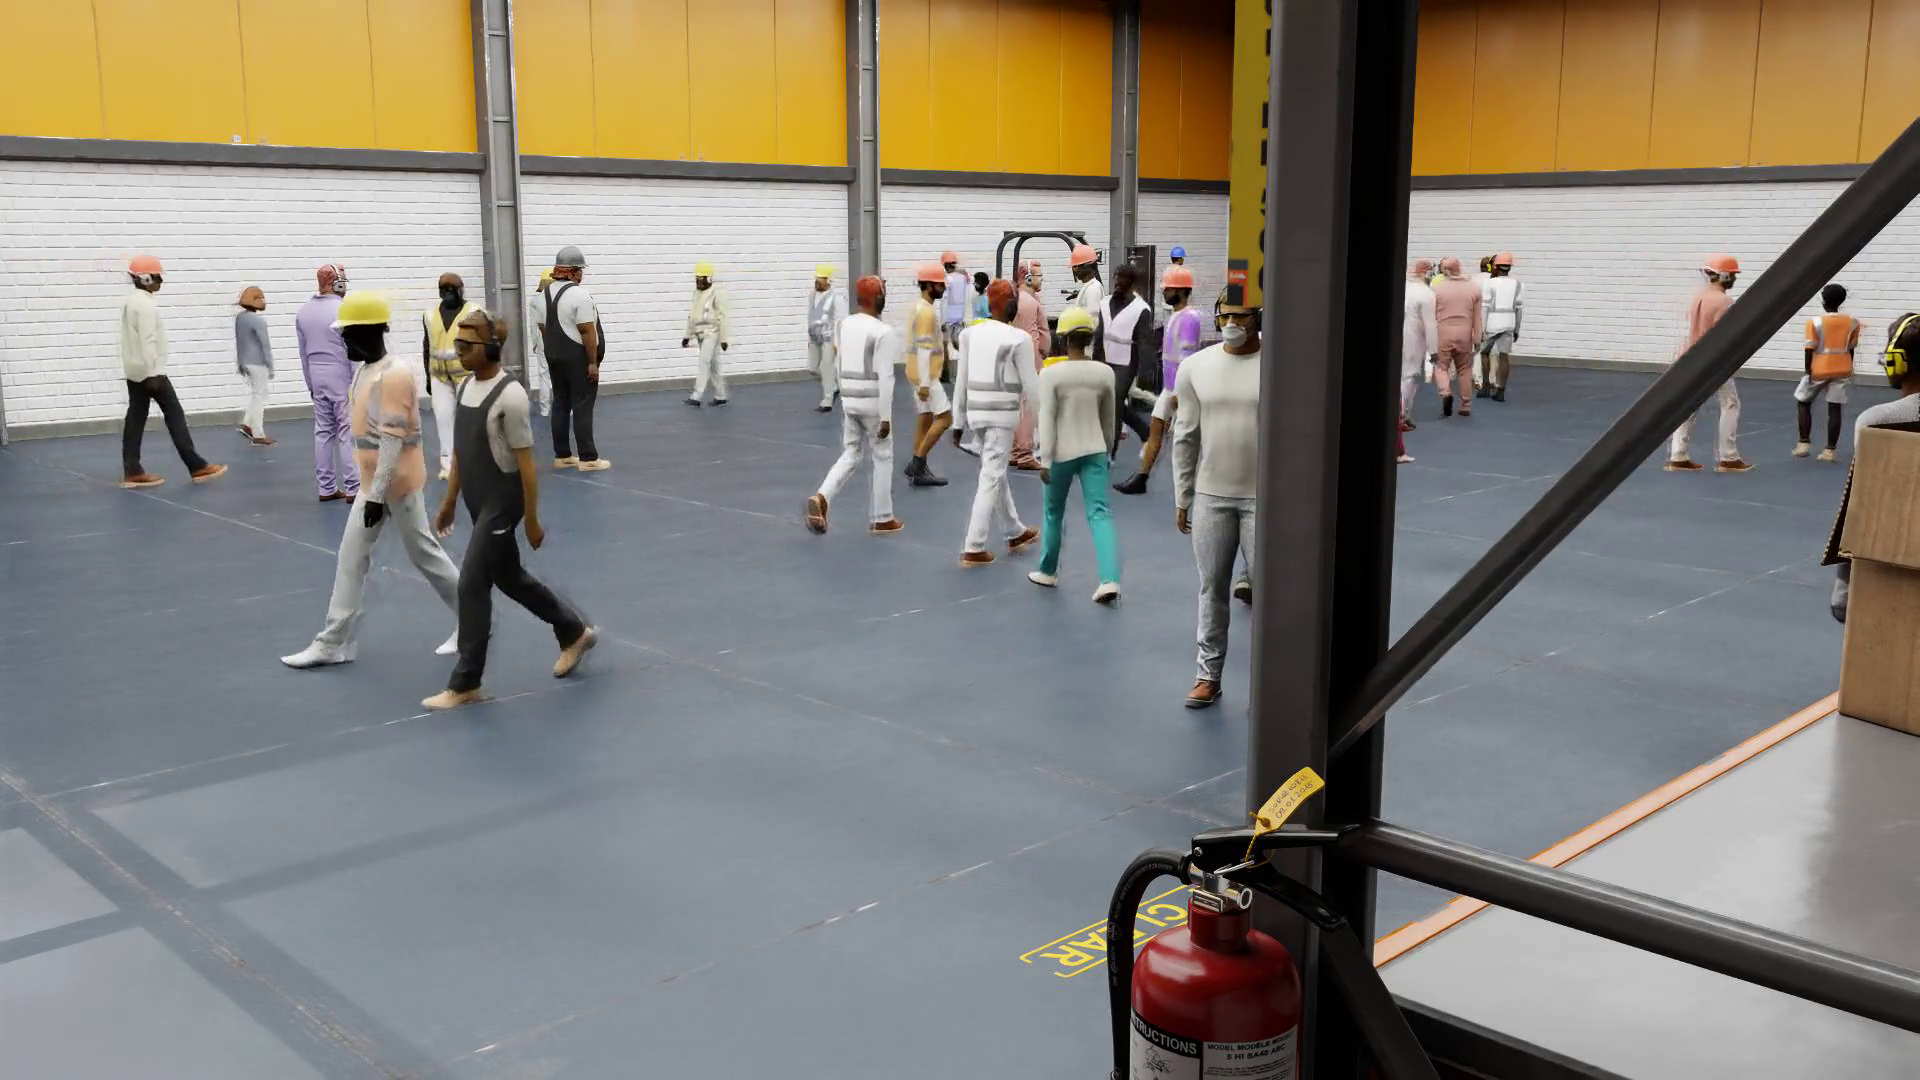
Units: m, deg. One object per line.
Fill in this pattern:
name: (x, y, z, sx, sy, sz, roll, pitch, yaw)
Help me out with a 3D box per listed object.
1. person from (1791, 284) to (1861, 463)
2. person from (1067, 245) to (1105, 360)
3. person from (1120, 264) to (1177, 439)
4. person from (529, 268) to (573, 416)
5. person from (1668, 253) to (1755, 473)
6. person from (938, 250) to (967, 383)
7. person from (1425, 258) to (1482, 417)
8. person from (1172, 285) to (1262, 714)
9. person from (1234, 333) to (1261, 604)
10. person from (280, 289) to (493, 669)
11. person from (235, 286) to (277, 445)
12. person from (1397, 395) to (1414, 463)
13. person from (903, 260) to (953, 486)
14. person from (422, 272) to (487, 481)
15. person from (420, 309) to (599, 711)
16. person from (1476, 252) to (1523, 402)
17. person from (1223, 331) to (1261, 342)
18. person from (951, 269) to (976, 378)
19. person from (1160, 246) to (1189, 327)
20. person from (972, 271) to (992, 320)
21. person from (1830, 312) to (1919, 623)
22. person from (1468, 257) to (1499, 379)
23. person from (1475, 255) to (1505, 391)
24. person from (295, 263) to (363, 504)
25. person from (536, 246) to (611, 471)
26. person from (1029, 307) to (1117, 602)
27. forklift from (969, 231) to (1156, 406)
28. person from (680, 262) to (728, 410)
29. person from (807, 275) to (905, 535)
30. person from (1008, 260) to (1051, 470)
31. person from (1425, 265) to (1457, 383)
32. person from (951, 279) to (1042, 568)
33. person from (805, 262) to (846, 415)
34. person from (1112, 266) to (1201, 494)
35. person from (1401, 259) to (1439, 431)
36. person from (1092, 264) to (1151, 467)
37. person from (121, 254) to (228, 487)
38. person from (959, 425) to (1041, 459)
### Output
person: (8.182, -1.577, 15.735, 0.541, 1.679, 0.582, 1, 10, 4)
person: (1.255, -1.918, 16.622, 0.388, 2.034, 0.605, 0, 10, 2)
person: (1.870, -1.950, 17.364, 0.767, 1.842, 0.489, 0, 10, 1)
person: (-4.836, -2.338, 19.715, 0.484, 1.741, 0.302, -1, 10, -6)
person: (6.832, -1.574, 14.927, 0.839, 1.960, 0.664, -1, 10, -4)
person: (-0.072, -3.199, 23.910, 0.728, 1.918, 0.562, 9, 13, 39)
person: (5.785, -2.365, 19.506, 0.687, 1.879, 0.643, 1, 10, 4)
person: (1.252, -0.187, 7.460, 0.626, 1.935, 0.362, 4, 11, 23)
person: (1.874, -0.587, 9.681, 0.608, 1.906, 1.012, 5, 11, 24)
person: (-2.854, -0.304, 8.292, 1.021, 1.873, 0.593, -9, 13, -39)
person: (-7.146, -1.772, 16.934, 0.531, 1.619, 0.341, 9, 13, 39)
person: (3.869, -1.548, 15.419, 0.875, 1.729, 0.521, -8, 13, -36)
person: (-0.255, -1.391, 14.074, 0.399, 1.923, 0.542, -1, 10, -8)
person: (-4.418, -1.457, 14.723, 0.631, 1.824, 0.703, 1, 10, 7)
person: (-2.088, -0.164, 7.700, 0.928, 1.816, 0.504, -9, 13, -39)
person: (6.952, -2.761, 21.528, 0.582, 1.914, 0.707, 0, 10, -2)
person: (2.568, -1.510, 14.457, 0.620, 2.014, 0.559, 8, 13, 37)
person: (0.041, -3.240, 24.923, 0.271, 1.631, 0.507, 10, 14, 43)
person: (3.508, -3.804, 27.138, 0.403, 1.948, 0.605, -7, 12, -33)
person: (0.404, -2.847, 22.750, 0.852, 1.660, 0.540, -3, 11, -17)
person: (3.398, 0.119, 6.003, 0.512, 1.860, 0.318, -2, 11, -10)
person: (7.912, -3.306, 24.828, 0.909, 1.800, 0.633, -8, 13, -37)
person: (7.311, -2.971, 22.829, 0.518, 1.866, 0.326, -4, 11, -22)
person: (-4.955, -1.242, 13.285, 0.646, 1.908, 0.408, 5, 12, 26)
person: (-3.498, -1.657, 15.179, 0.682, 2.000, 0.537, 8, 13, 37)
person: (0.701, -0.508, 9.800, 0.542, 1.721, 0.918, -4, 11, -22)
forklift: (1.222, -2.721, 20.561, 2.313, 2.155, 1.214, 2, 11, 13)
person: (-3.212, -2.508, 20.493, 0.856, 1.796, 0.597, -8, 13, -38)
person: (-0.712, -0.931, 11.719, 0.593, 1.866, 0.765, 9, 14, 41)
person: (0.632, -1.594, 15.203, 0.409, 1.907, 0.651, -2, 11, -11)
person: (7.006, -3.178, 24.159, 0.646, 1.801, 0.886, 5, 12, 27)
person: (0.314, -0.767, 10.852, 0.601, 1.841, 0.936, 10, 14, 43)
person: (-1.598, -2.412, 19.898, 0.460, 1.818, 0.615, -10, 14, -43)
person: (1.833, -1.300, 13.675, 1.062, 1.887, 0.557, -2, 11, -10)
person: (4.935, -2.097, 18.043, 0.608, 1.867, 0.670, -3, 11, -18)
person: (1.555, -1.602, 15.344, 0.816, 1.873, 0.649, -7, 13, -34)
person: (-6.780, -1.443, 14.211, 0.905, 1.960, 0.647, -9, 14, -41)
person: (0.440, -1.550, 15.824, 0.886, 1.589, 0.539, -3, 11, -13)
